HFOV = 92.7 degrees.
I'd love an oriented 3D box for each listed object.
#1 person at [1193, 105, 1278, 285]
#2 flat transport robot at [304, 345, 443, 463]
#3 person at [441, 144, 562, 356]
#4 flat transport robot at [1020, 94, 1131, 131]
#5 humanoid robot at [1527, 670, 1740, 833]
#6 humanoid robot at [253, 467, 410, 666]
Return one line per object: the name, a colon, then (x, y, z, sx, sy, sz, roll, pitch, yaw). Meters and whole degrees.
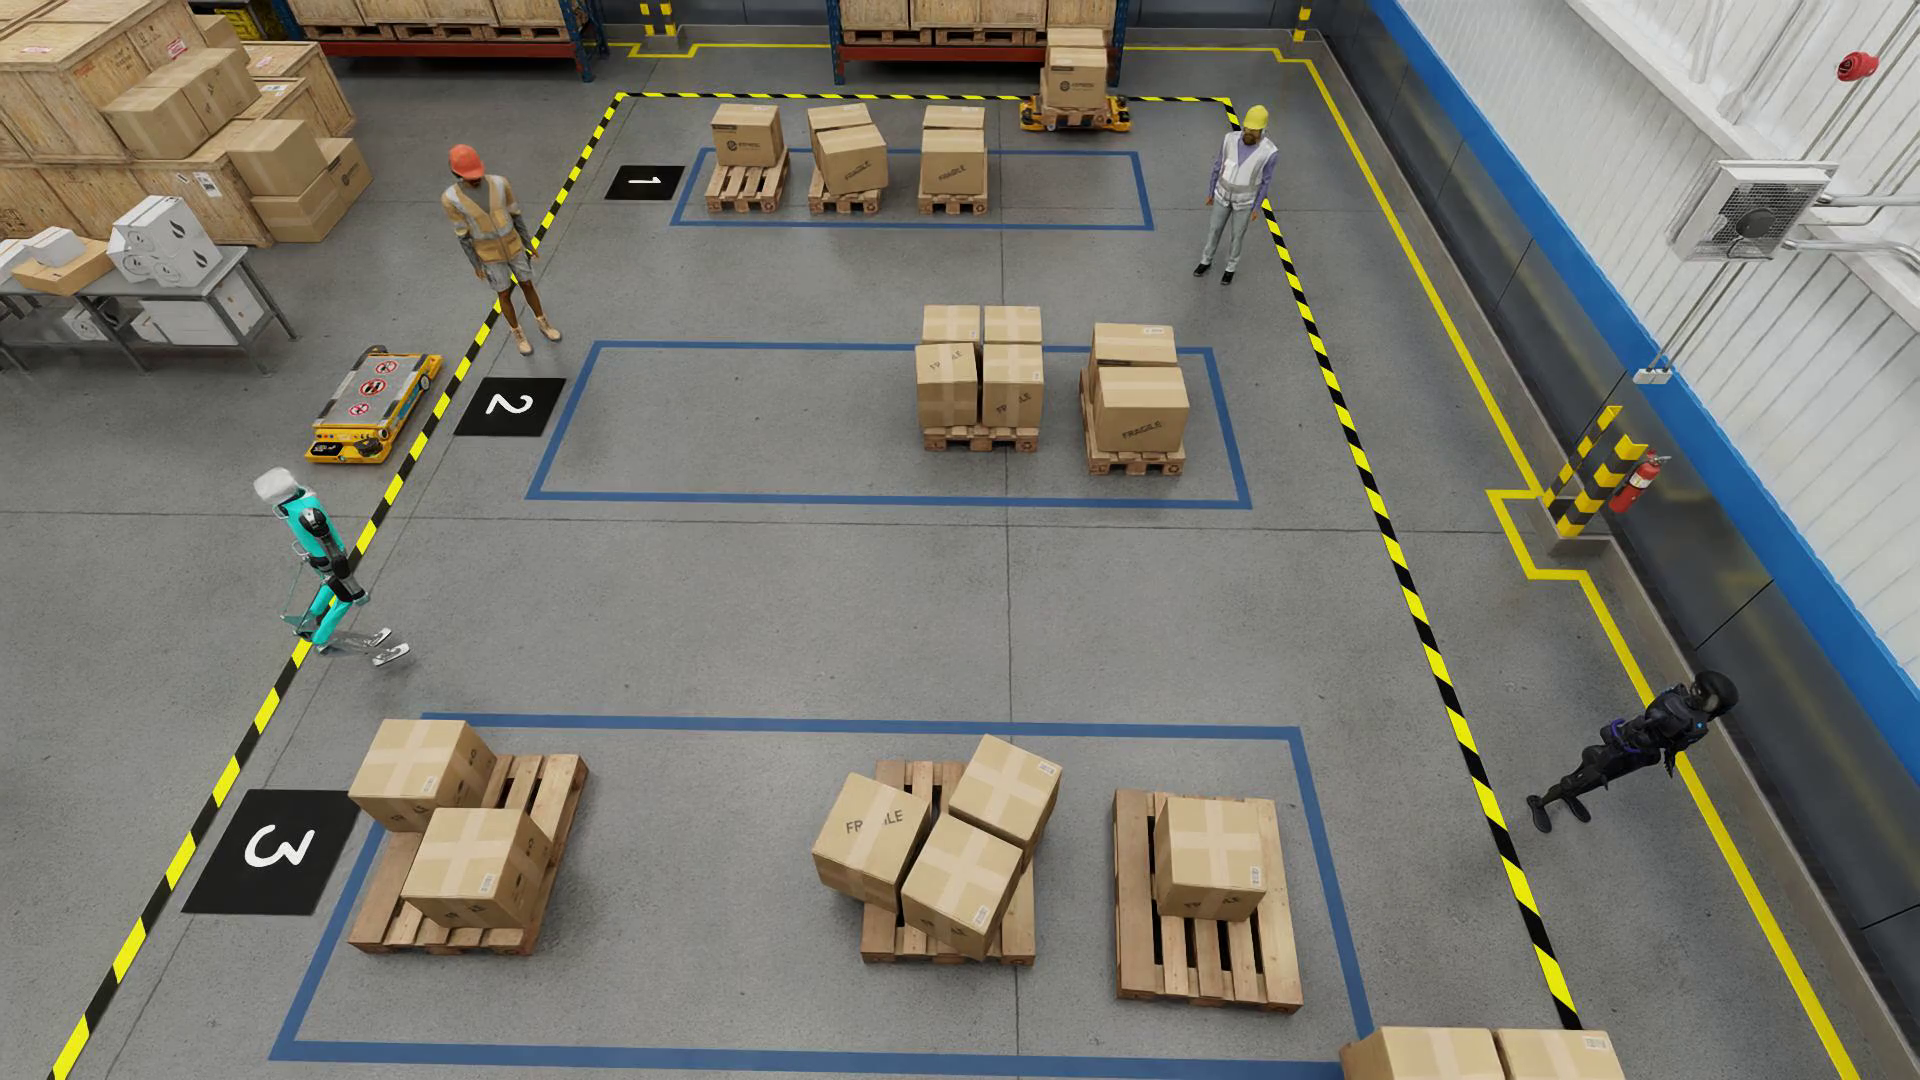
person: (2.785, -3.469, 9.274, 0.589, 1.837, 0.404, 25, 54, 20)
flat transport robot: (-5.383, -1.269, 8.441, 0.659, 0.231, 1.431, 1, 50, 1)
person: (-4.224, -2.658, 8.458, 0.604, 2.040, 0.382, -35, 58, -26)
flat transport robot: (1.519, -5.683, 12.158, 1.431, 0.197, 0.652, 1, 50, 1)
humanoid robot: (3.949, 1.250, 5.375, 0.599, 1.659, 0.315, -8, 50, -7)
humanoid robot: (-4.299, 0.303, 6.060, 0.533, 1.677, 0.735, 34, 58, 25)
